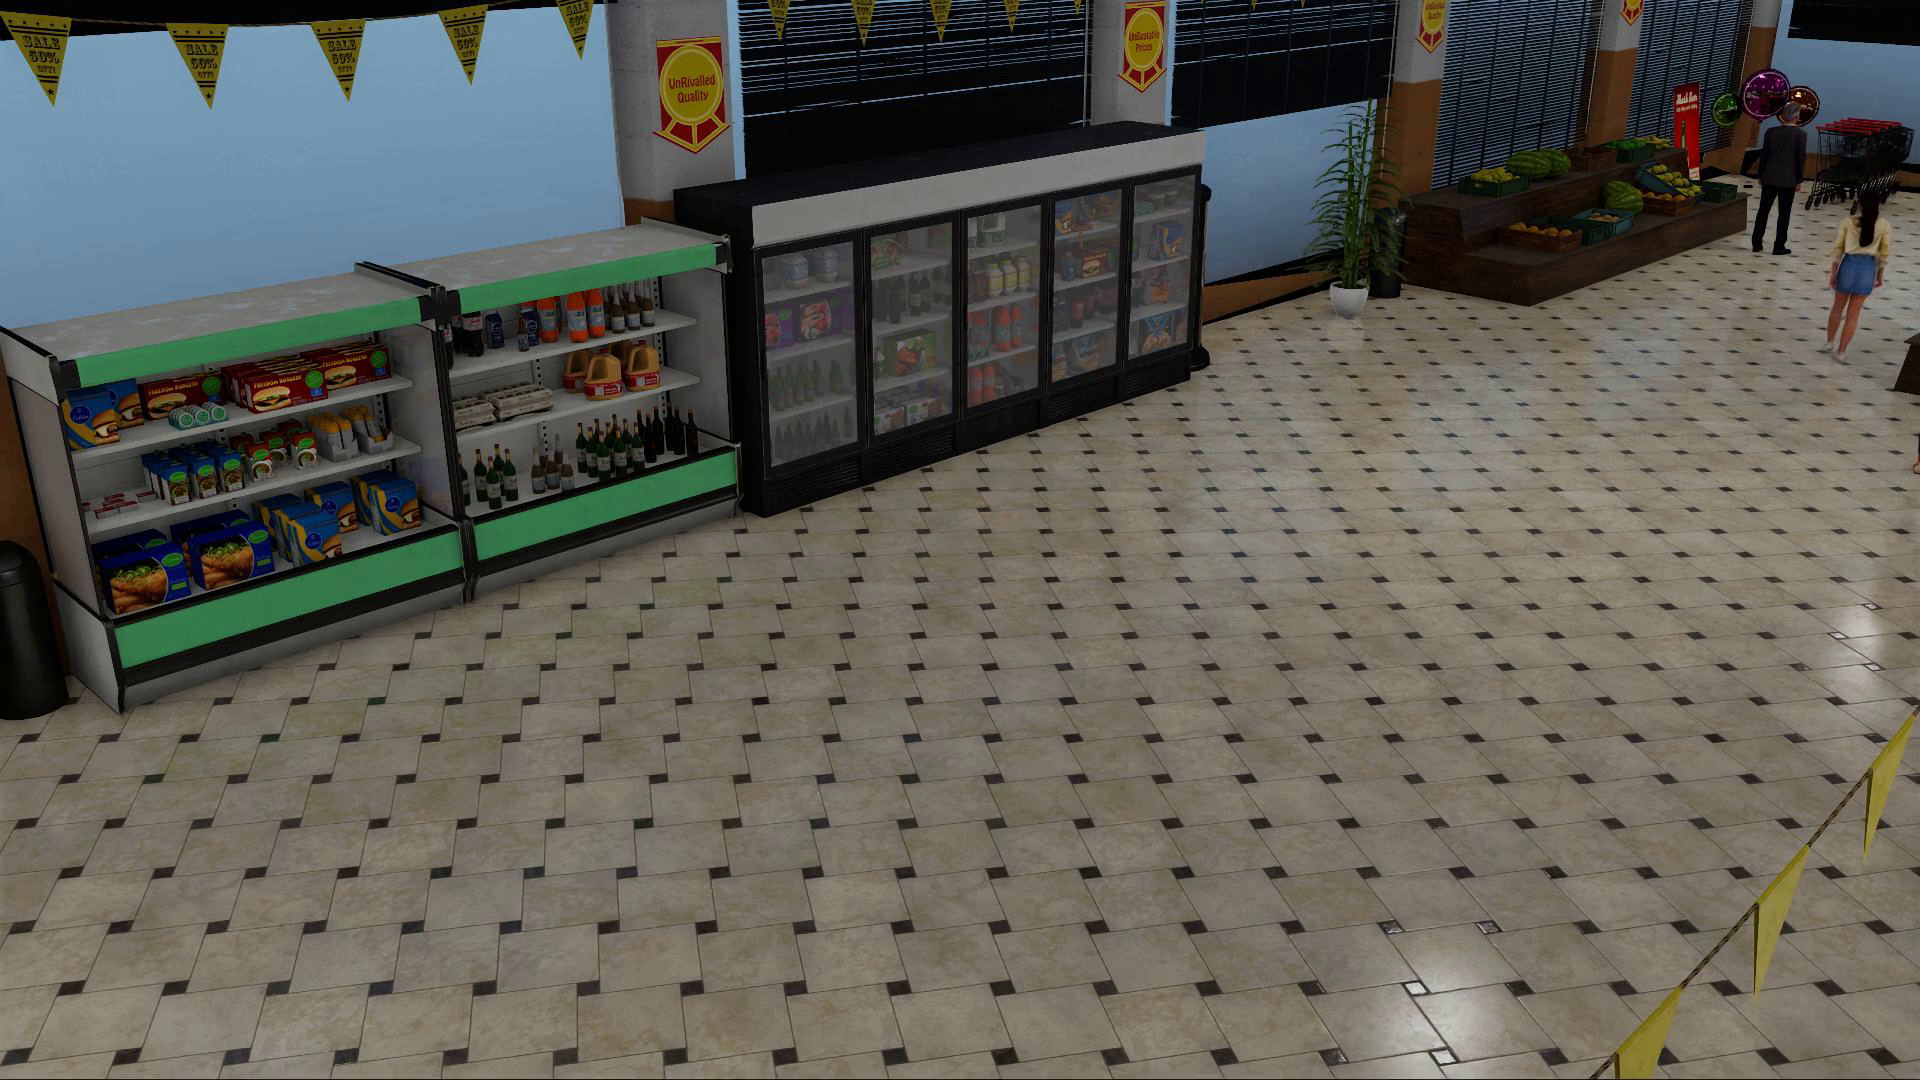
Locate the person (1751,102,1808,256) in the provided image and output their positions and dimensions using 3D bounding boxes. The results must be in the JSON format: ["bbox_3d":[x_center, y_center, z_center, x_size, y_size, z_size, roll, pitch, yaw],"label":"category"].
[{"bbox_3d":[10.125,-4.466,20.516,0.595,1.842,0.718,-19,28,-38],"label":"person"}]

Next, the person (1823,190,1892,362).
[{"bbox_3d":[8.610,-2.517,15.973,0.749,1.614,0.836,13,25,29],"label":"person"}]
